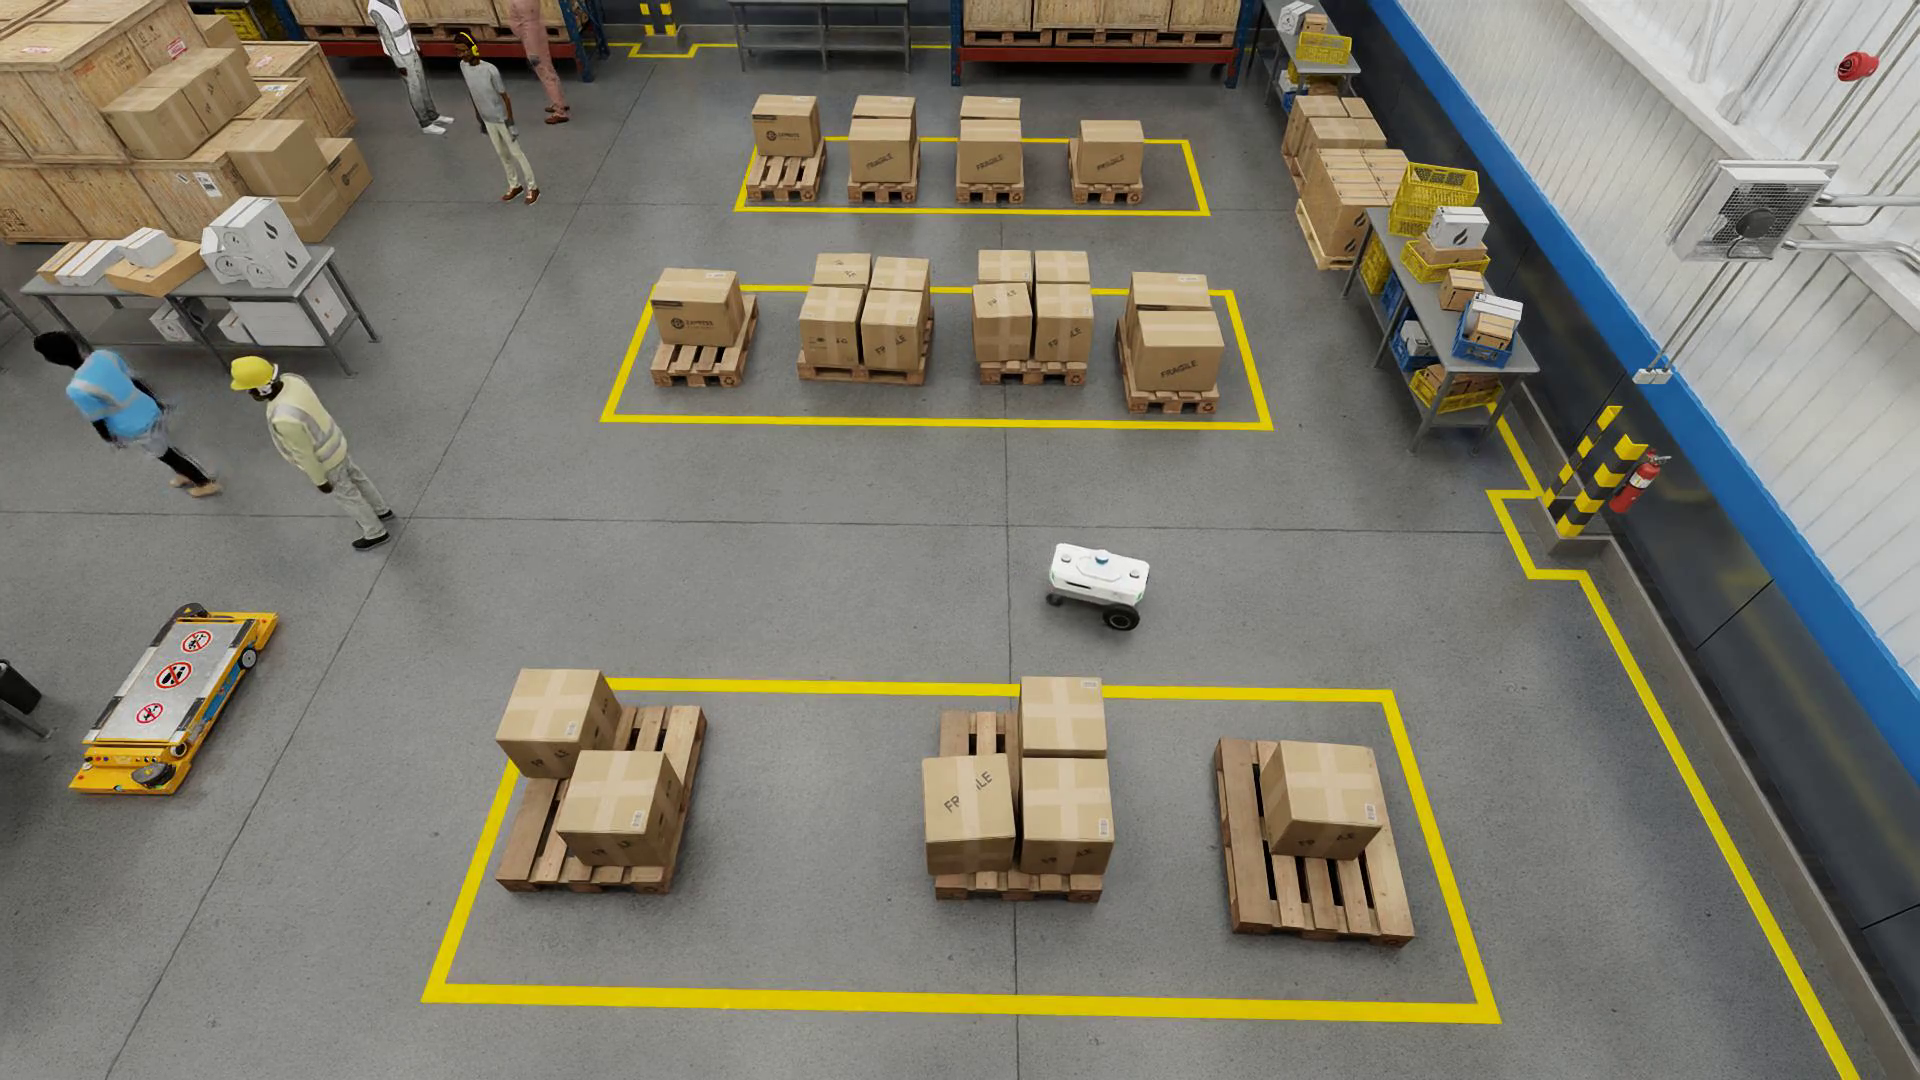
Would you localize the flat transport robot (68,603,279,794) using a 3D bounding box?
[{"bbox_3d":[-5.504,1.072,6.442,0.652,0.197,1.431,1,50,1],"label":"flat transport robot"}]

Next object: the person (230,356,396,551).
[{"bbox_3d":[-4.819,-0.647,6.887,0.403,1.827,0.592,-15,51,-12],"label":"person"}]

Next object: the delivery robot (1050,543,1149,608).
[{"bbox_3d":[1.037,0.260,6.880,0.707,0.478,0.477,13,51,10],"label":"delivery robot"}]

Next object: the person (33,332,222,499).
[{"bbox_3d":[-6.588,-0.934,7.218,0.593,1.672,0.546,-5,50,-4],"label":"person"}]

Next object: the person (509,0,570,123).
[{"bbox_3d":[-5.406,-6.302,11.627,0.399,1.898,0.665,-9,50,-7],"label":"person"}]

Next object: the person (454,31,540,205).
[{"bbox_3d":[-5.221,-4.704,10.290,0.511,1.872,0.328,14,51,11],"label":"person"}]

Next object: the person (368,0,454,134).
[{"bbox_3d":[-6.937,-6.077,11.429,0.389,1.911,0.591,-1,50,-1],"label":"person"}]
